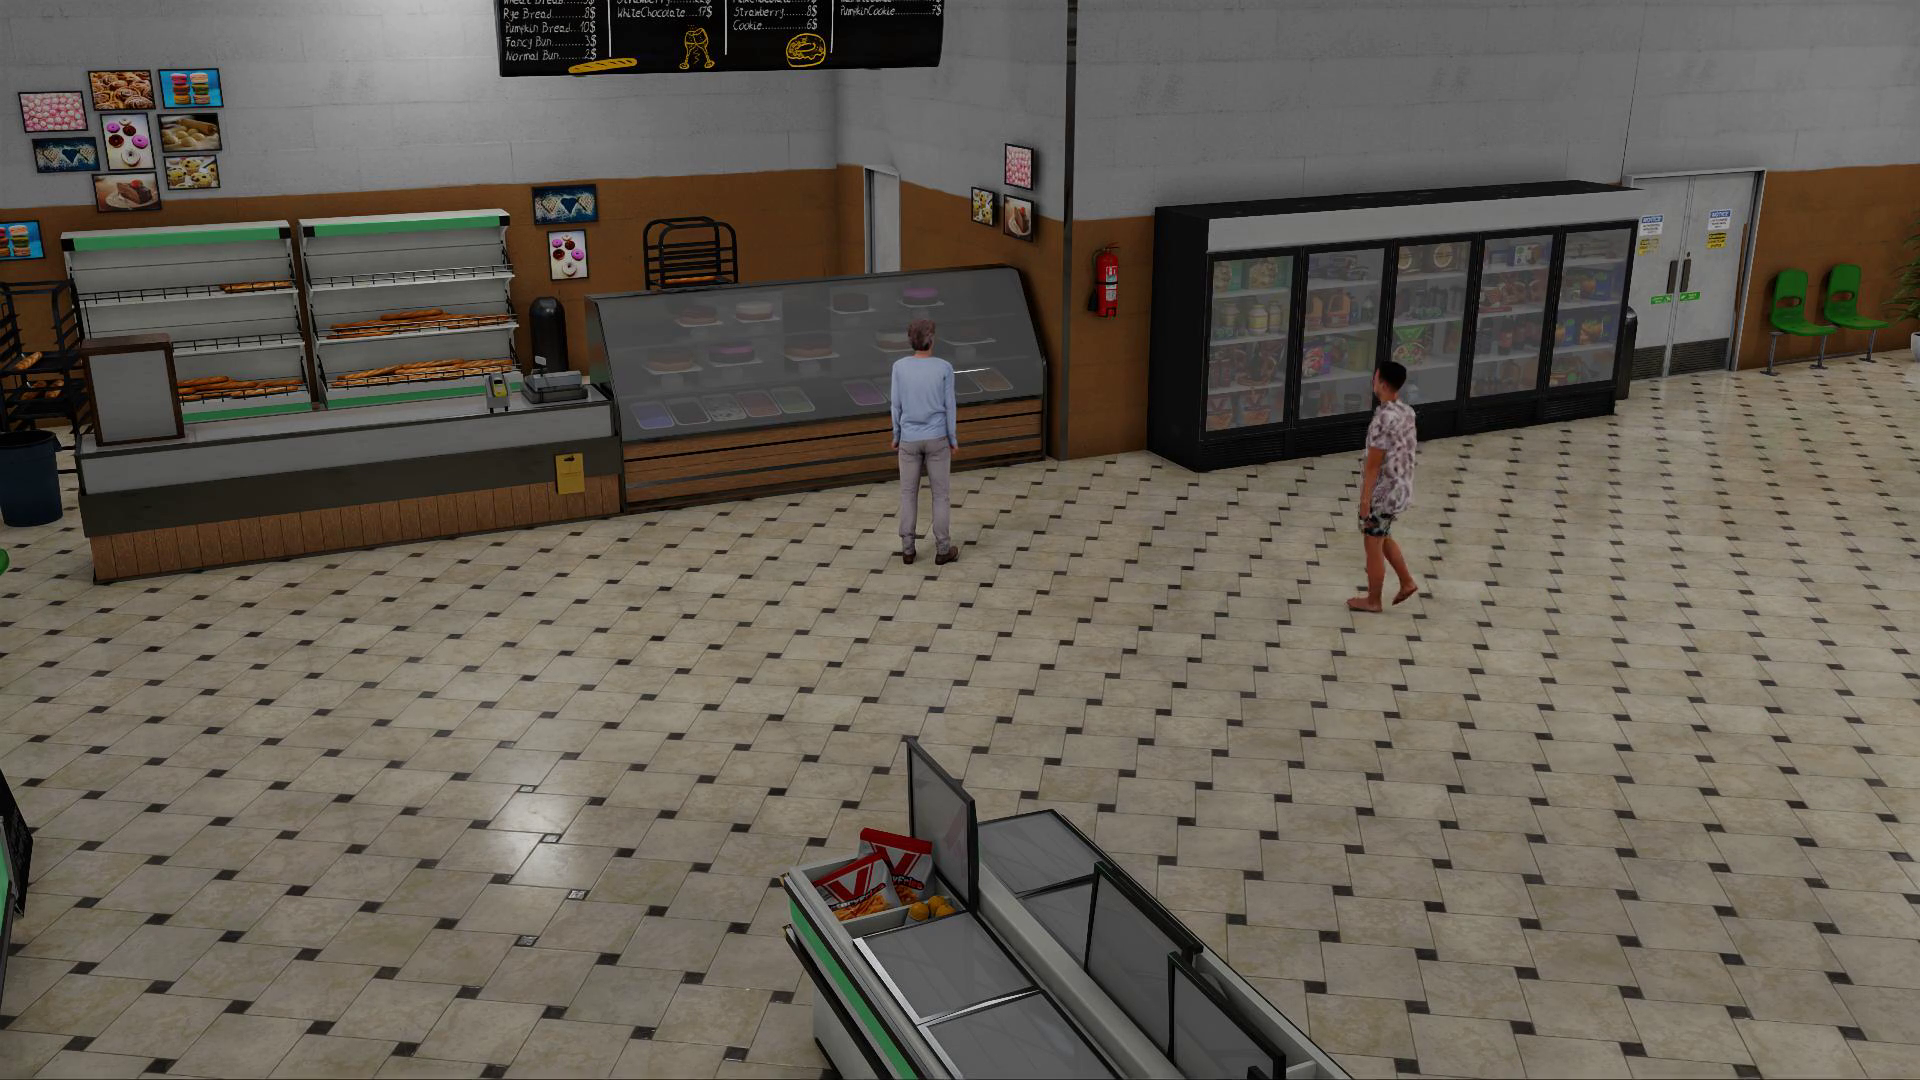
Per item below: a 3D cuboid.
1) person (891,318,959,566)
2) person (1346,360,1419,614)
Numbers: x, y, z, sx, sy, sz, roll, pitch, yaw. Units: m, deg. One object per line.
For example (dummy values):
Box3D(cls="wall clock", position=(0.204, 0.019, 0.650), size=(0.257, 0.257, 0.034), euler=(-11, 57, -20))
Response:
Box3D(cls="person", position=(-0.274, -0.748, 12.631), size=(0.752, 1.892, 0.766), euler=(3, 19, 9))
Box3D(cls="person", position=(3.028, -0.337, 11.549), size=(0.867, 1.805, 0.825), euler=(16, 25, 40))
